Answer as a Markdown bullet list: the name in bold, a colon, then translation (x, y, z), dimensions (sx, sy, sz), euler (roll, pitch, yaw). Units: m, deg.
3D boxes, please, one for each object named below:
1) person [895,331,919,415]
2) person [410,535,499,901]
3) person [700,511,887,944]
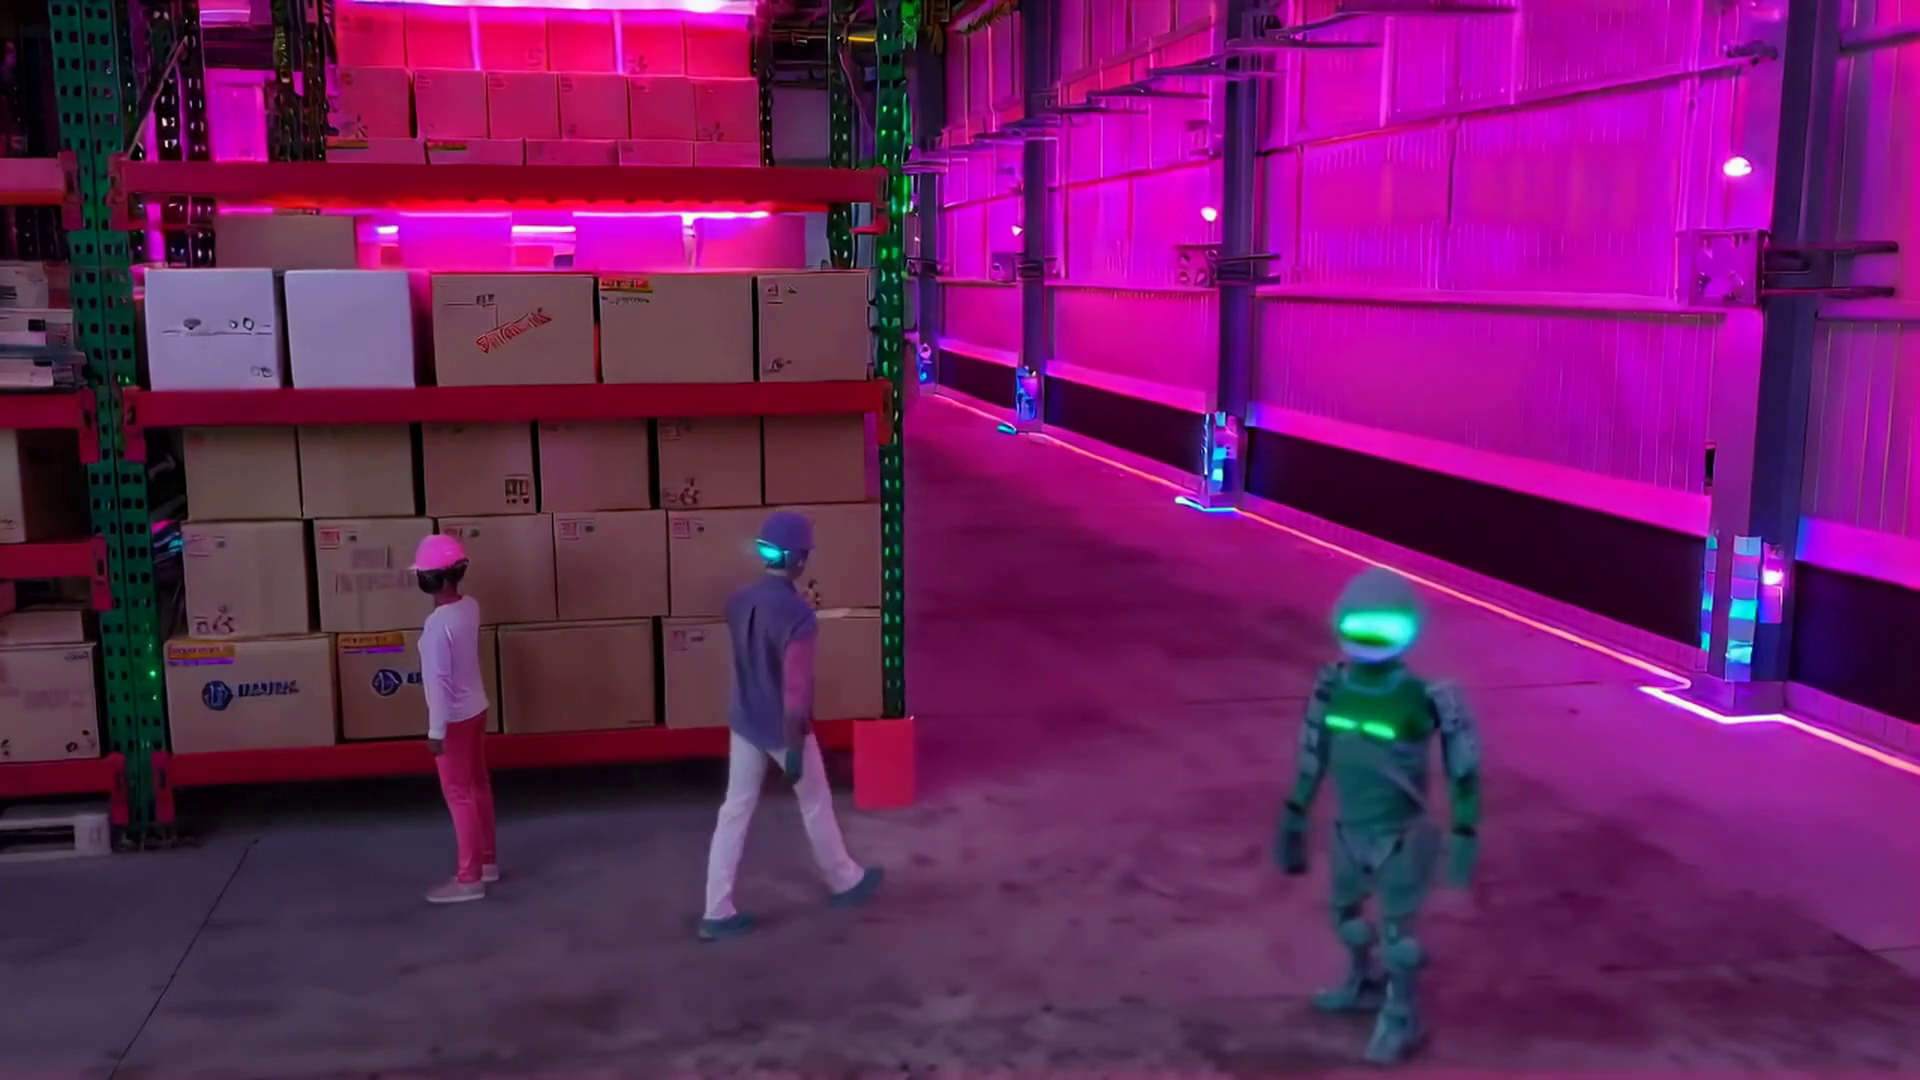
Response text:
- **person**: translation (-1.081, -3.411, 34.062), dimensions (0.602, 1.731, 0.571), euler (-7, 12, -36)
- **person**: translation (-2.450, 0.851, 8.003), dimensions (0.328, 1.767, 0.530), euler (1, 9, 4)
- **person**: translation (-0.807, 0.829, 7.609), dimensions (0.622, 1.941, 1.021), euler (9, 13, 42)
